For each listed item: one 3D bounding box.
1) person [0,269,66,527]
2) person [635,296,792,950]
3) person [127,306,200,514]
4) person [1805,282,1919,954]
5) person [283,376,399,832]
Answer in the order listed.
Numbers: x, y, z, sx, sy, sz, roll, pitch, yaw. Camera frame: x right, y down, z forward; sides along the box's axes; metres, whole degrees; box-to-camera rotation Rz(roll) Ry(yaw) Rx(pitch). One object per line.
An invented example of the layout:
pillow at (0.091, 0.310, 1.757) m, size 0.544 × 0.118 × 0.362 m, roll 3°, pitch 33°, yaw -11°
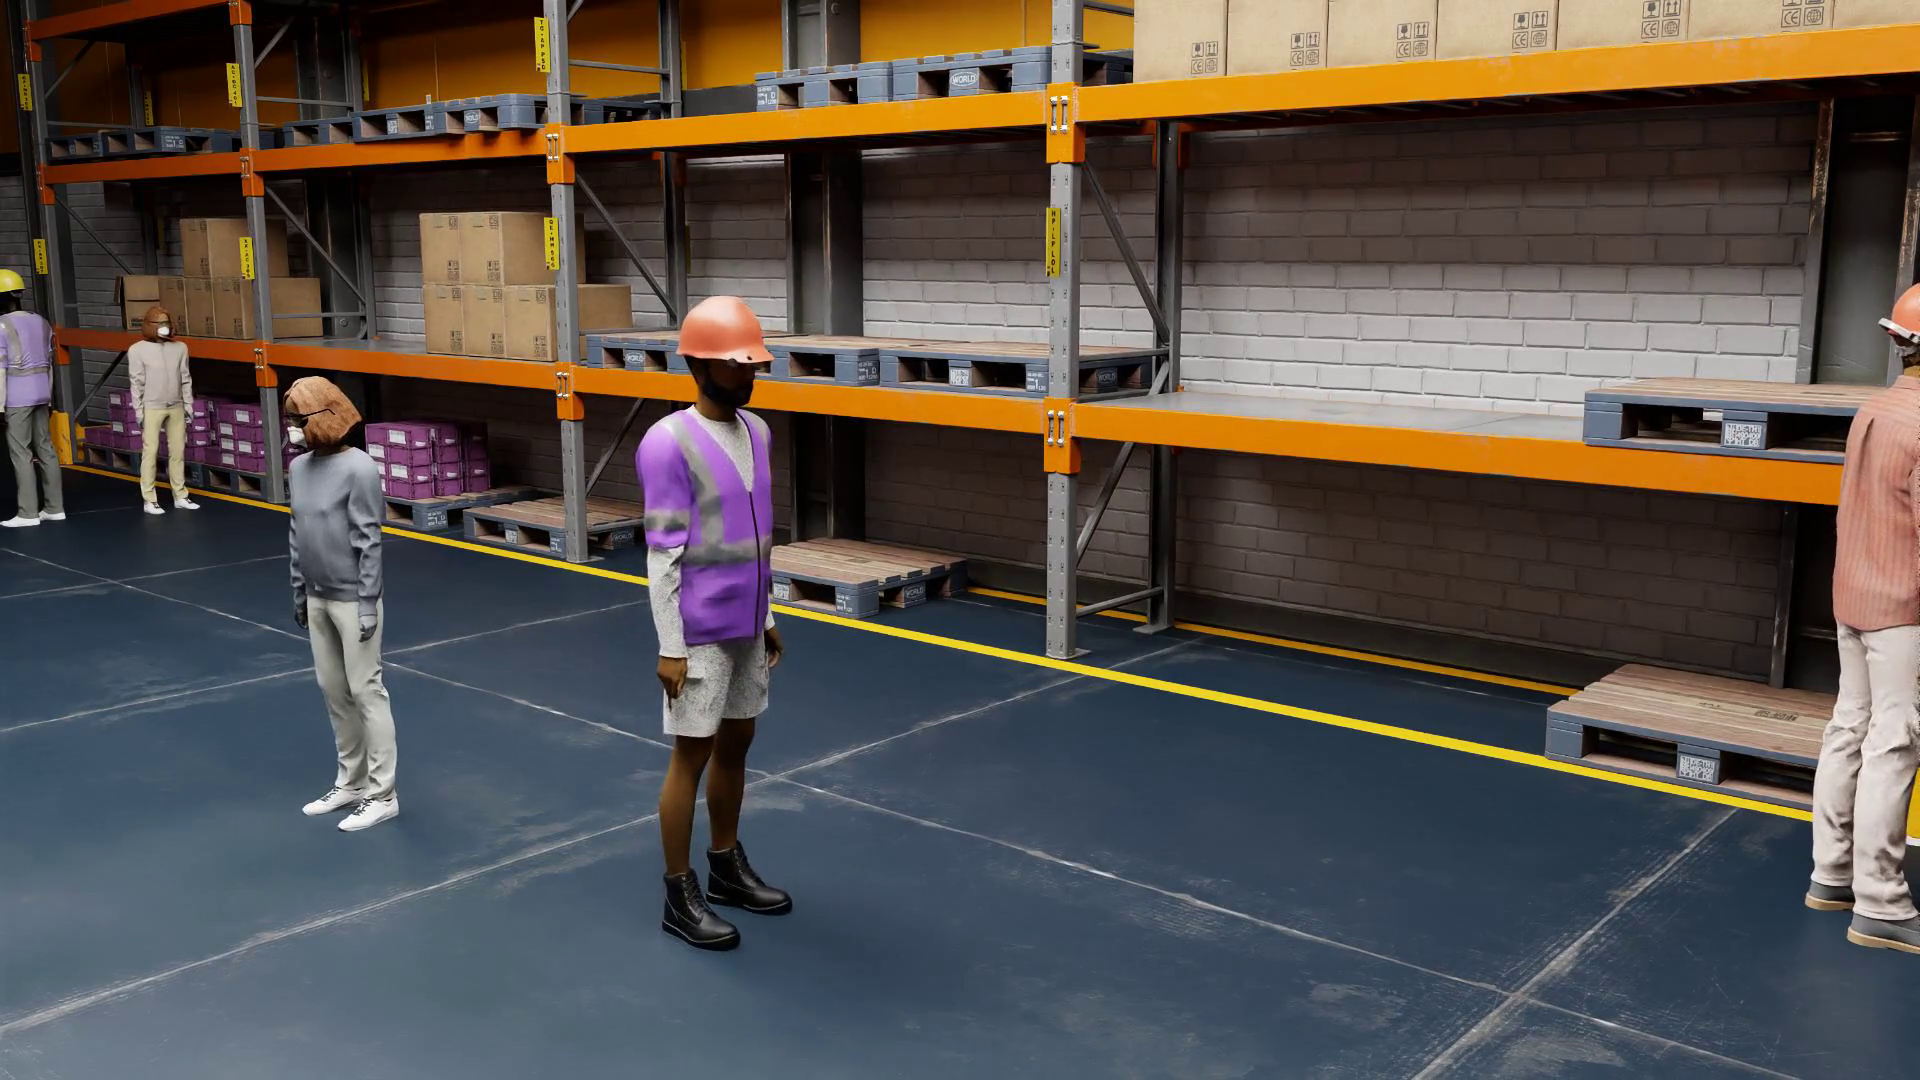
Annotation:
person at (-7.025, -1.055, 12.443) m, size 0.397 × 1.918 × 0.588 m, roll 2°, pitch 10°, yaw 10°
person at (-0.704, 0.242, 5.000) m, size 0.373 × 1.934 × 0.551 m, roll 5°, pitch 11°, yaw 28°
person at (-6.257, -1.017, 13.064) m, size 0.285 × 1.626 × 0.495 m, roll 6°, pitch 12°, yaw 32°
person at (2.828, 0.215, 4.982) m, size 0.392 × 1.995 × 0.612 m, roll 1°, pitch 10°, yaw 7°
person at (-2.255, 0.223, 6.005) m, size 0.504 × 1.622 × 0.299 m, roll 7°, pitch 12°, yaw 35°
